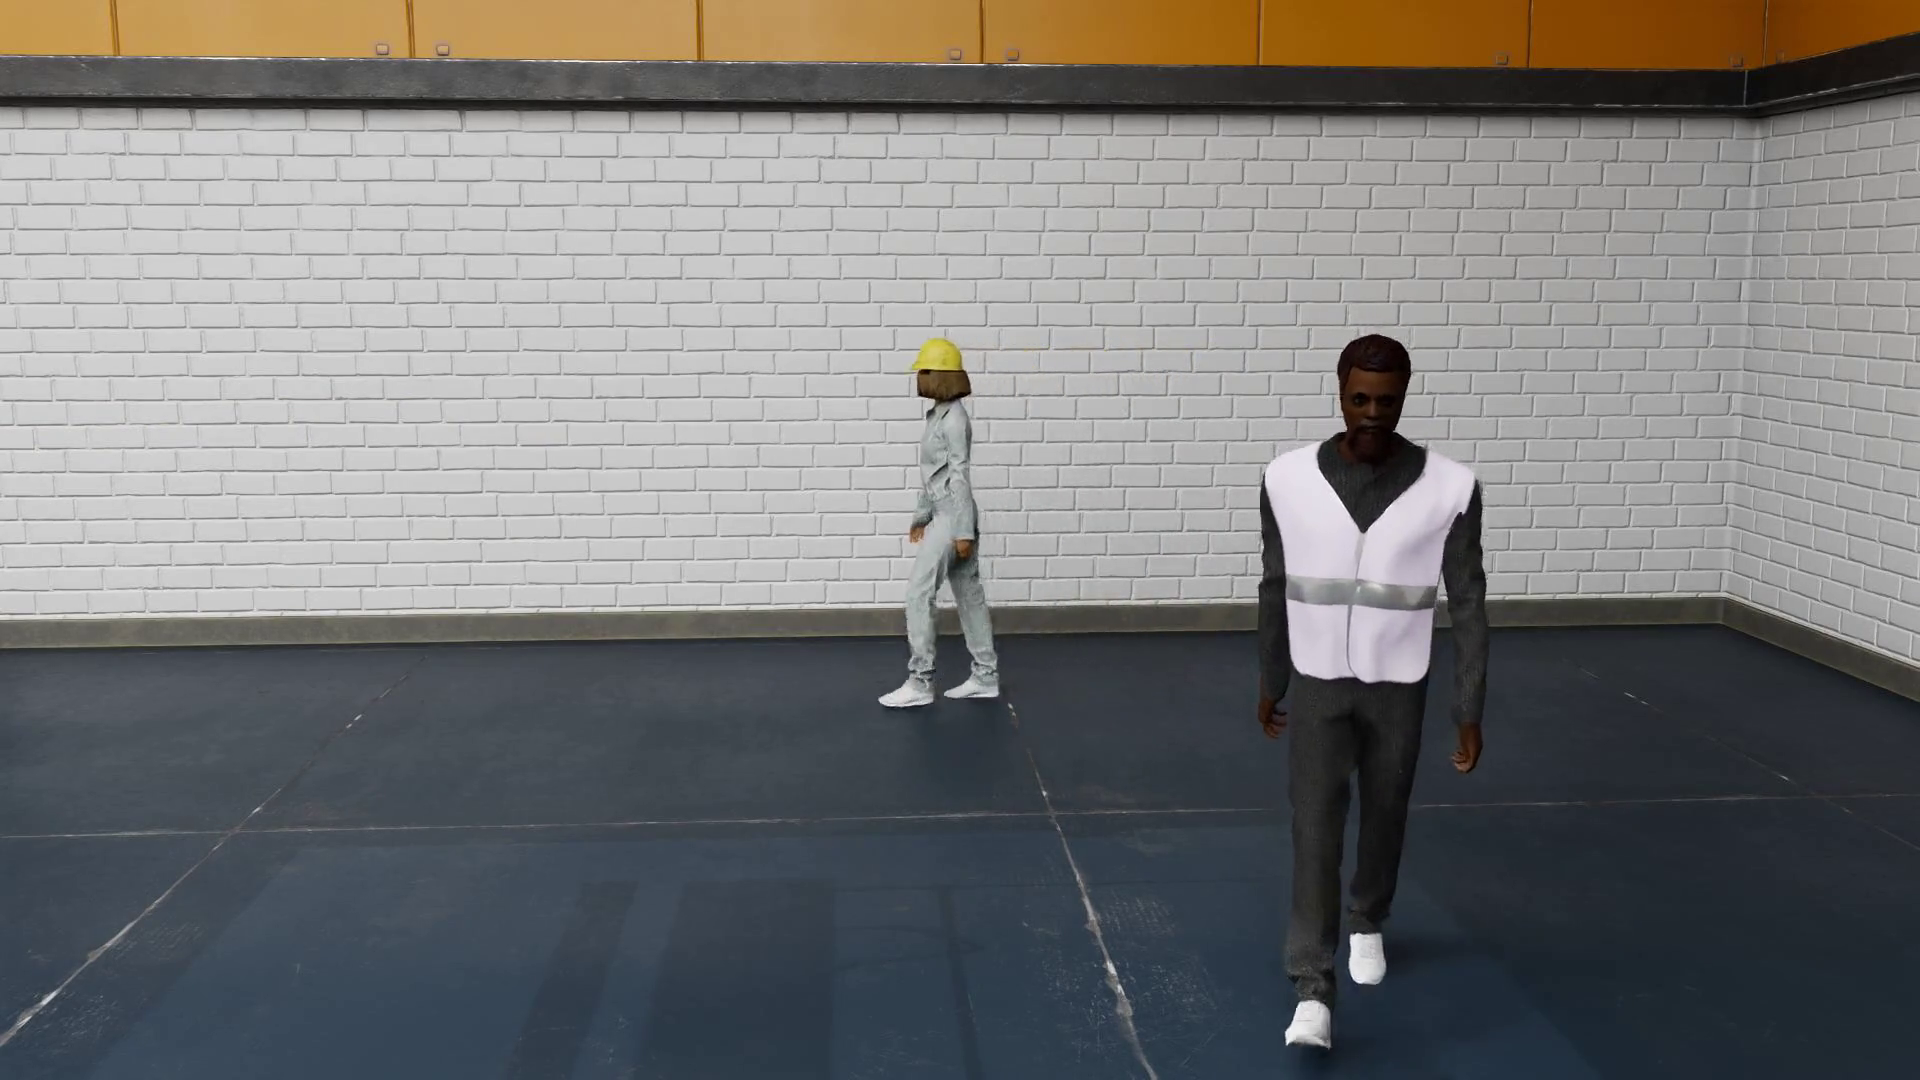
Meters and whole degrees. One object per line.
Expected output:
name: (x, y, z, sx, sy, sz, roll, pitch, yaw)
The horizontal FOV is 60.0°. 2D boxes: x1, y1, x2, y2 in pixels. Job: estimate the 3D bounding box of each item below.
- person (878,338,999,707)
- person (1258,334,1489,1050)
person: (-0.127, -0.078, 7.822, 0.712, 1.721, 0.484, -1, 9, -4)
person: (1.088, 0.393, 4.445, 0.612, 1.860, 1.033, 2, 9, 15)
